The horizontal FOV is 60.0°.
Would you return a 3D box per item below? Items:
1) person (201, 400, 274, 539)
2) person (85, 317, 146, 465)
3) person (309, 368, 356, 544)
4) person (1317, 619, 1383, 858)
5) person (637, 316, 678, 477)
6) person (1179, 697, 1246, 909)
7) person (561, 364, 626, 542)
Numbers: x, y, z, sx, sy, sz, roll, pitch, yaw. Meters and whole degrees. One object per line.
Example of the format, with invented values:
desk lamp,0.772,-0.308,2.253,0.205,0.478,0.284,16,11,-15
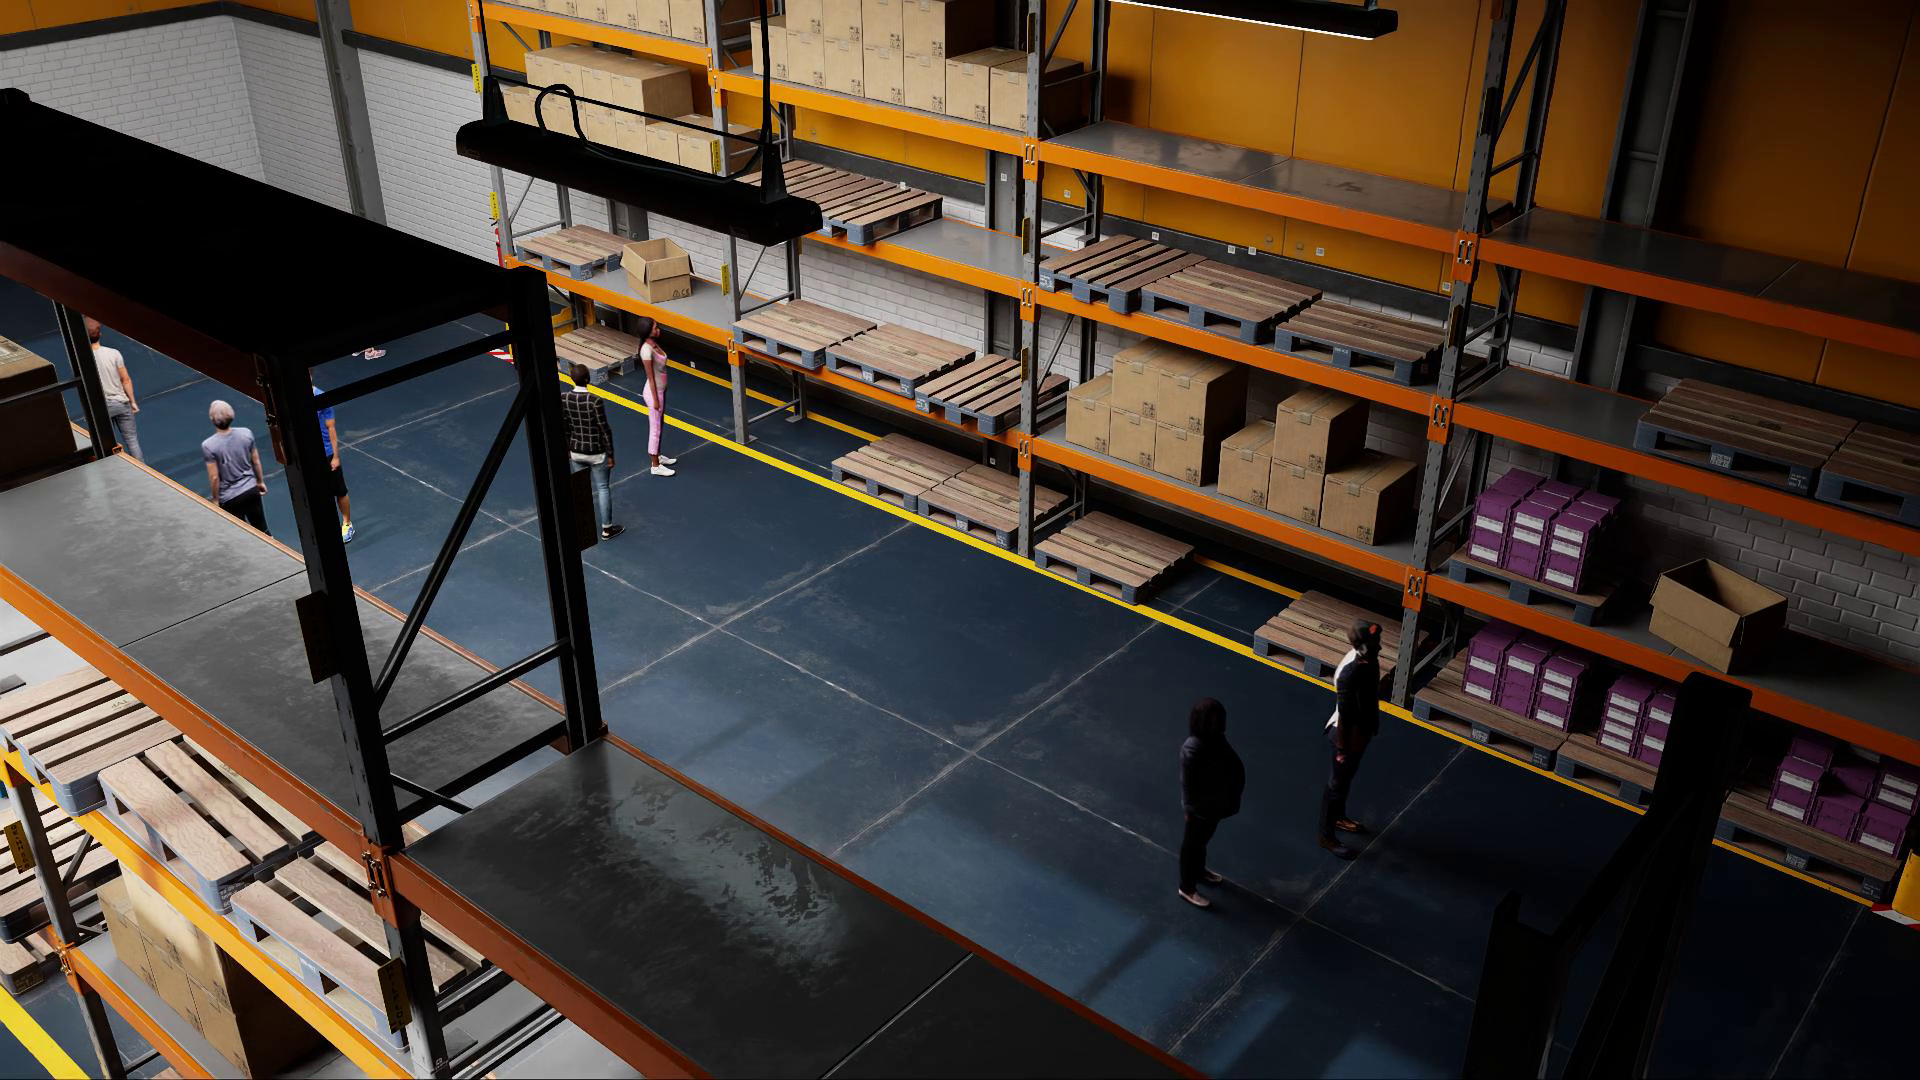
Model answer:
person,-6.633,-0.404,15.307,0.540,1.887,0.655,22,36,35
person,-8.733,-1.379,17.084,0.734,1.899,0.697,-14,32,-24
person,-6.235,-0.864,16.170,0.678,1.869,0.765,2,29,4
person,2.827,1.390,12.016,0.649,1.891,0.736,15,32,25
person,-3.214,-1.537,17.537,0.712,1.742,0.653,-2,29,-4
person,1.701,1.793,11.584,0.704,1.597,0.713,15,32,26
person,-3.624,-0.858,16.210,0.659,1.821,0.799,7,29,12
